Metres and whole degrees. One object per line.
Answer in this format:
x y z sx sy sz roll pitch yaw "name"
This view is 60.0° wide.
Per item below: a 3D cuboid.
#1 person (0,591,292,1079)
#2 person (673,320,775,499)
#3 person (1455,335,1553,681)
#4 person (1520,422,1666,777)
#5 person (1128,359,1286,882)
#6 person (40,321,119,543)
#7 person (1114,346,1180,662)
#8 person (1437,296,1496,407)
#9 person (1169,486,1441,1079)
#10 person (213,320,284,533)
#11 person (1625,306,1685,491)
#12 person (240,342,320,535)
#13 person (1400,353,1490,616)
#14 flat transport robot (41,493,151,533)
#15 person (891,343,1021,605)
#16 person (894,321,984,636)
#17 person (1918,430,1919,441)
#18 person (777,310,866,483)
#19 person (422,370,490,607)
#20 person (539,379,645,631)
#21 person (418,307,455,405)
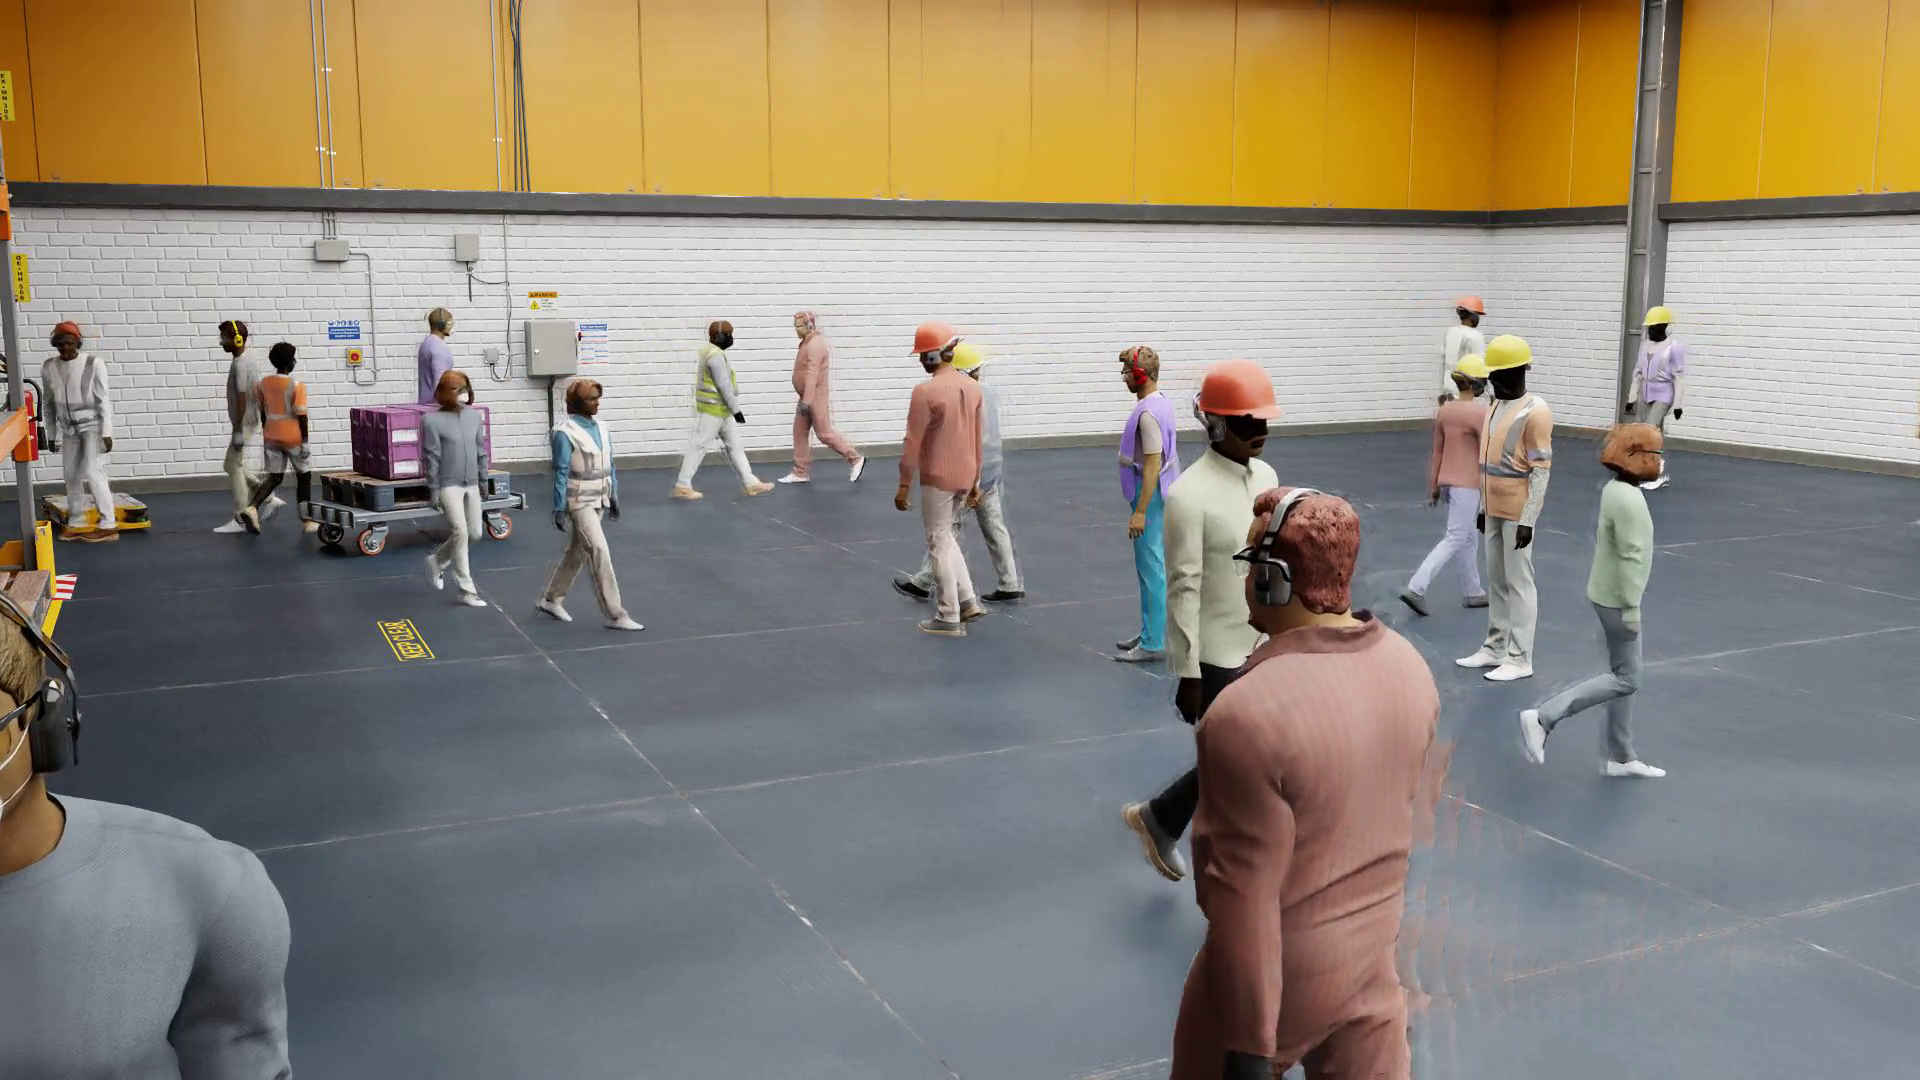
-1.078 0.997 1.918 0.629 1.940 0.372 -4 10 -23 "person"
-2.410 -1.292 16.610 1.016 1.790 0.612 -1 9 -6 "person"
3.040 -0.175 9.256 0.381 1.917 0.585 -1 9 -9 "person"
2.851 0.278 7.385 0.591 1.611 0.504 2 9 13 "person"
0.875 0.367 5.688 0.672 1.979 0.634 7 12 39 "person"
-7.382 -0.904 13.957 0.632 1.863 0.420 1 9 9 "person"
1.100 -0.203 9.673 0.388 1.837 0.563 2 9 10 "person"
5.514 -1.613 17.903 0.935 1.997 0.608 -2 9 -15 "person"
0.700 0.822 3.253 0.649 1.868 0.982 -7 12 -38 "person"
-6.256 -0.980 14.453 0.496 1.848 0.562 -3 10 -17 "person"
7.209 -1.461 17.274 0.547 1.907 0.610 -2 9 -12 "person"
-5.807 -0.854 14.216 0.543 1.680 0.698 3 10 21 "person"
3.274 -0.367 10.989 0.850 1.732 0.522 -3 10 -16 "person"
-7.723 -0.255 14.834 0.652 0.197 1.431 -7 12 -36 "flat transport robot"
0.007 -0.440 11.306 0.910 1.782 0.614 3 10 18 "person"
-0.118 -0.376 10.363 0.434 1.964 0.613 6 11 35 "person"
9.039 -1.052 15.112 0.560 1.789 0.993 1 9 4 "person"
-1.490 -1.527 17.819 0.884 1.865 0.646 -2 9 -15 "person"
-3.473 -0.362 11.369 0.627 1.618 0.505 6 11 32 "person"
-2.398 -0.236 10.606 0.837 1.600 0.525 3 10 20 "person"
-5.031 -1.286 16.129 0.507 1.918 0.655 -5 10 -27 "person"
